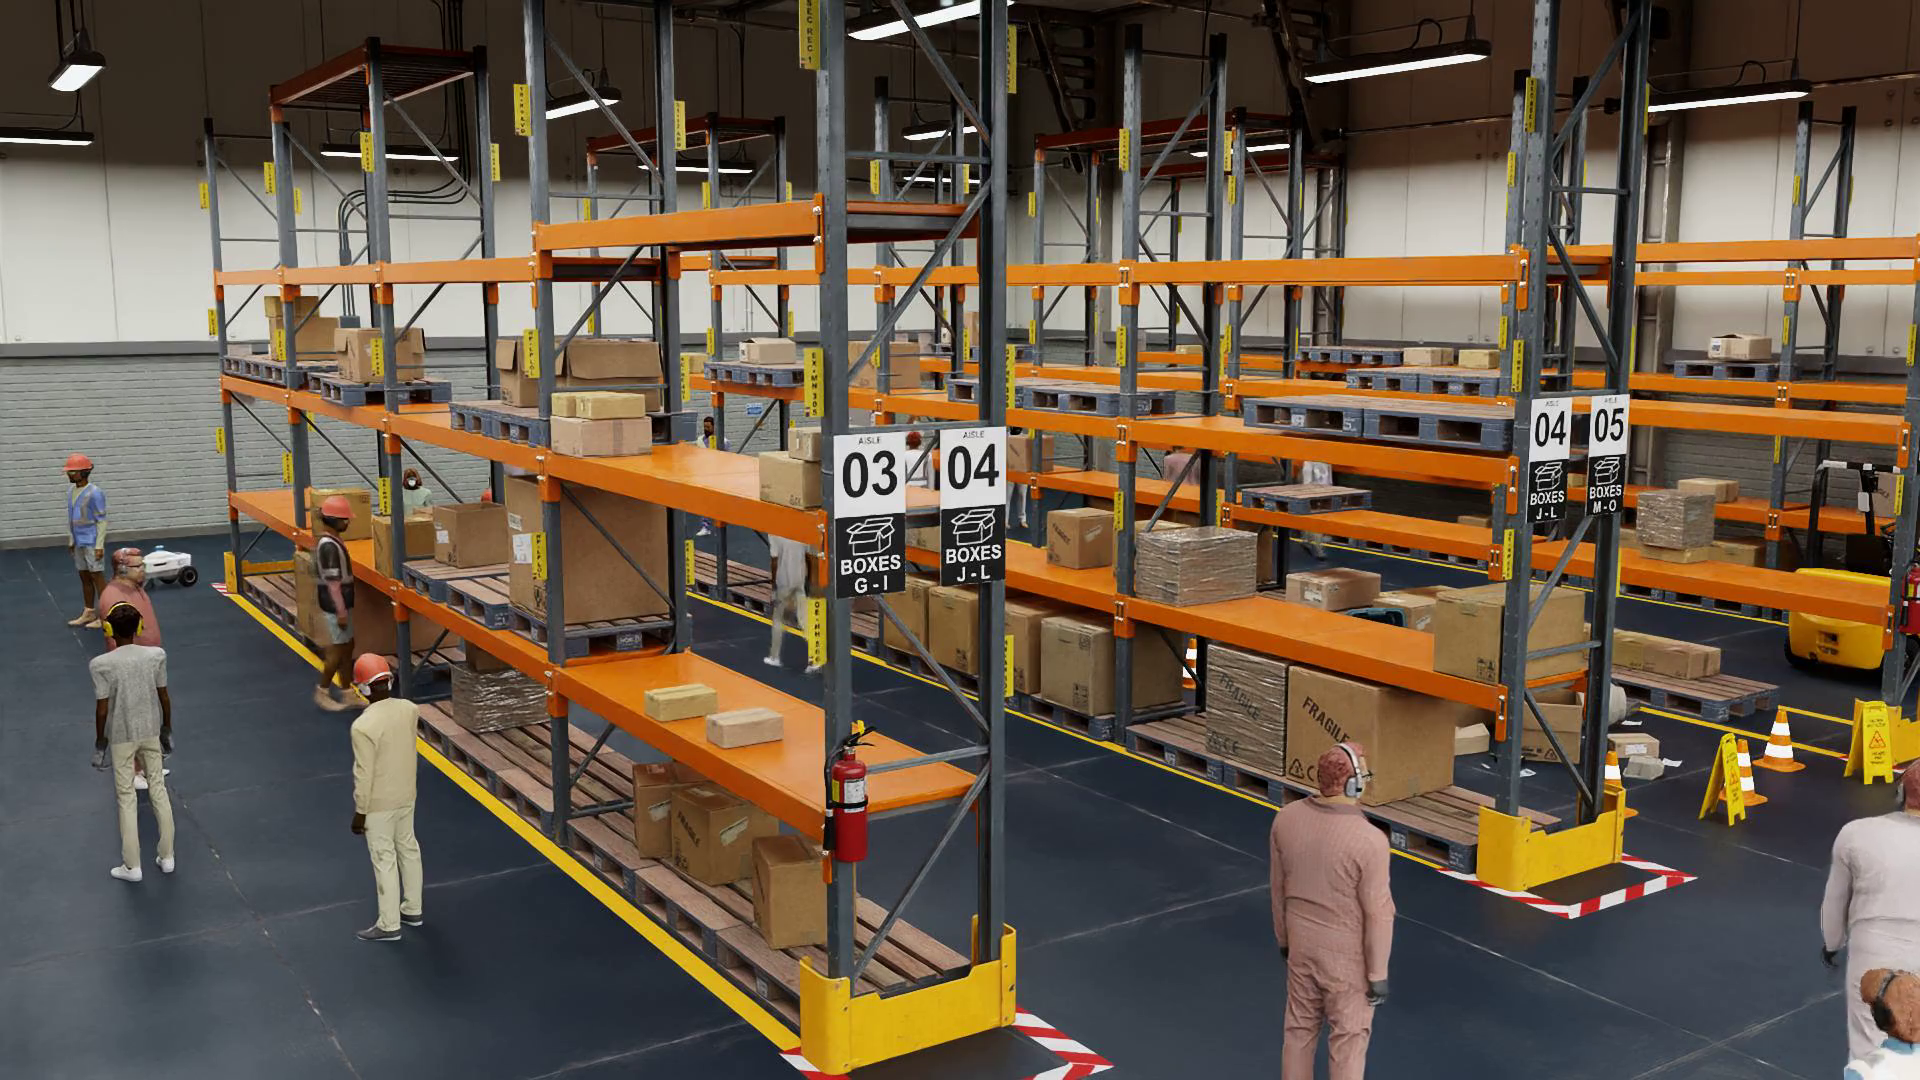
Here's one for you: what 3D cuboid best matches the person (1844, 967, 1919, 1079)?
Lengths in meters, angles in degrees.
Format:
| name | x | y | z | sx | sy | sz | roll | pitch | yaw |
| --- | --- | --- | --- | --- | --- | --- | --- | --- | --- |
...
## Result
| name | x | y | z | sx | sy | sz | roll | pitch | yaw |
| --- | --- | --- | --- | --- | --- | --- | --- | --- | --- |
| person | 3.176 | 2.252 | 5.777 | 0.530 | 1.597 | 0.817 | -2 | 9 | -15 |

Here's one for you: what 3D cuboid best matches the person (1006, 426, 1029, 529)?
| name | x | y | z | sx | sy | sz | roll | pitch | yaw |
| --- | --- | --- | --- | --- | --- | --- | --- | --- | --- |
| person | 0.910 | -1.089 | 27.313 | 0.628 | 1.837 | 0.429 | -2 | 9 | -14 |

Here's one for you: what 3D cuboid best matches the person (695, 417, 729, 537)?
| name | x | y | z | sx | sy | sz | roll | pitch | yaw |
| --- | --- | --- | --- | --- | --- | --- | --- | --- | --- |
| person | -3.954 | -1.009 | 26.509 | 0.604 | 1.913 | 0.391 | 3 | 9 | 19 |

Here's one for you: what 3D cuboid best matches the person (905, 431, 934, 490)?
| name | x | y | z | sx | sy | sz | roll | pitch | yaw |
| --- | --- | --- | --- | --- | --- | --- | --- | --- | --- |
| person | -0.665 | -0.658 | 24.268 | 0.576 | 1.882 | 0.355 | -1 | 9 | -9 |

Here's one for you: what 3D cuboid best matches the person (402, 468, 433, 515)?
| name | x | y | z | sx | sy | sz | roll | pitch | yaw |
| --- | --- | --- | --- | --- | --- | --- | --- | --- | --- |
| person | -7.069 | -0.124 | 21.535 | 0.500 | 1.634 | 0.286 | -4 | 9 | -23 |

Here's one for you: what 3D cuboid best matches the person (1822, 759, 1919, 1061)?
| name | x | y | z | sx | sy | sz | roll | pitch | yaw |
| --- | --- | --- | --- | --- | --- | --- | --- | --- | --- |
| person | 4.228 | 1.879 | 7.453 | 0.668 | 1.863 | 0.959 | 5 | 10 | 31 |

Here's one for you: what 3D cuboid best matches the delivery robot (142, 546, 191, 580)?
| name | x | y | z | sx | sy | sz | roll | pitch | yaw |
| --- | --- | --- | --- | --- | --- | --- | --- | --- | --- |
| delivery robot | -10.497 | 0.319 | 21.848 | 0.477 | 0.478 | 0.707 | 5 | 10 | 31 |

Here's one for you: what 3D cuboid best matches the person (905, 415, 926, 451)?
| name | x | y | z | sx | sy | sz | roll | pitch | yaw |
| --- | --- | --- | --- | --- | --- | --- | --- | --- | --- |
| person | -0.899 | -1.606 | 31.539 | 0.497 | 1.574 | 0.821 | -5 | 10 | -30 |

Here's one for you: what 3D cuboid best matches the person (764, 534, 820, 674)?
| name | x | y | z | sx | sy | sz | roll | pitch | yaw |
| --- | --- | --- | --- | --- | --- | --- | --- | --- | --- |
| person | -1.715 | 0.457 | 17.055 | 0.545 | 1.829 | 0.972 | -6 | 10 | -33 |

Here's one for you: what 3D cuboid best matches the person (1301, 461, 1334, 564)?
| name | x | y | z | sx | sy | sz | roll | pitch | yaw |
| --- | --- | --- | --- | --- | --- | --- | --- | --- | --- |
| person | 5.174 | -0.588 | 24.012 | 0.603 | 1.831 | 0.524 | -8 | 12 | -43 |

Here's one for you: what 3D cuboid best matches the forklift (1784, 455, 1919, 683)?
| name | x | y | z | sx | sy | sz | roll | pitch | yaw |
| --- | --- | --- | --- | --- | --- | --- | --- | --- | --- |
| forklift | 9.643 | 0.253 | 17.172 | 2.313 | 2.155 | 1.214 | -6 | 10 | -33 |

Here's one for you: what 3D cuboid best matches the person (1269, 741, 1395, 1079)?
| name | x | y | z | sx | sy | sz | roll | pitch | yaw |
| --- | --- | --- | --- | --- | --- | --- | --- | --- | --- |
| person | 1.698 | 1.846 | 7.511 | 0.399 | 1.909 | 0.642 | -6 | 11 | -36 |

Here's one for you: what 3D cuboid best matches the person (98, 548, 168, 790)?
| name | x | y | z | sx | sy | sz | roll | pitch | yaw |
| --- | --- | --- | --- | --- | --- | --- | --- | --- | --- |
| person | -6.515 | 1.003 | 13.133 | 0.403 | 1.906 | 0.651 | -2 | 9 | -12 |

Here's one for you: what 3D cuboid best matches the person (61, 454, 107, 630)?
| name | x | y | z | sx | sy | sz | roll | pitch | yaw |
| --- | --- | --- | --- | --- | --- | --- | --- | --- | --- |
| person | -10.107 | 0.021 | 19.213 | 0.605 | 2.045 | 0.383 | 5 | 10 | 32 |

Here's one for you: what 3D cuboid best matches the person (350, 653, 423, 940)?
| name | x | y | z | sx | sy | sz | roll | pitch | yaw |
| --- | --- | --- | --- | --- | --- | --- | --- | --- | --- |
| person | -3.495 | 1.543 | 10.062 | 0.339 | 1.745 | 0.561 | 3 | 9 | 18 |

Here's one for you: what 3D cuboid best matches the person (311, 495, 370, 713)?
| name | x | y | z | sx | sy | sz | roll | pitch | yaw |
| --- | --- | --- | --- | --- | --- | --- | --- | --- | --- |
| person | -5.774 | 0.601 | 15.399 | 0.573 | 2.033 | 0.625 | -3 | 9 | -17 |

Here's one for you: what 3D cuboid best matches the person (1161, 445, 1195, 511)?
| name | x | y | z | sx | sy | sz | roll | pitch | yaw |
| --- | --- | --- | --- | --- | --- | --- | --- | --- | --- |
| person | 3.335 | -0.758 | 25.353 | 0.528 | 1.757 | 0.483 | -3 | 9 | -19 |

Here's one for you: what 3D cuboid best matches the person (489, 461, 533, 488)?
| name | x | y | z | sx | sy | sz | roll | pitch | yaw |
| --- | --- | --- | --- | --- | --- | --- | --- | --- | --- |
| person | -6.330 | -0.624 | 23.516 | 0.673 | 2.000 | 0.932 | -7 | 11 | -40 |

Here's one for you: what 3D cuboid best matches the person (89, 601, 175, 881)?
| name | x | y | z | sx | sy | sz | roll | pitch | yaw |
| --- | --- | --- | --- | --- | --- | --- | --- | --- | --- |
| person | -5.503 | 1.331 | 11.063 | 0.327 | 1.874 | 0.520 | 8 | 11 | 42 |
